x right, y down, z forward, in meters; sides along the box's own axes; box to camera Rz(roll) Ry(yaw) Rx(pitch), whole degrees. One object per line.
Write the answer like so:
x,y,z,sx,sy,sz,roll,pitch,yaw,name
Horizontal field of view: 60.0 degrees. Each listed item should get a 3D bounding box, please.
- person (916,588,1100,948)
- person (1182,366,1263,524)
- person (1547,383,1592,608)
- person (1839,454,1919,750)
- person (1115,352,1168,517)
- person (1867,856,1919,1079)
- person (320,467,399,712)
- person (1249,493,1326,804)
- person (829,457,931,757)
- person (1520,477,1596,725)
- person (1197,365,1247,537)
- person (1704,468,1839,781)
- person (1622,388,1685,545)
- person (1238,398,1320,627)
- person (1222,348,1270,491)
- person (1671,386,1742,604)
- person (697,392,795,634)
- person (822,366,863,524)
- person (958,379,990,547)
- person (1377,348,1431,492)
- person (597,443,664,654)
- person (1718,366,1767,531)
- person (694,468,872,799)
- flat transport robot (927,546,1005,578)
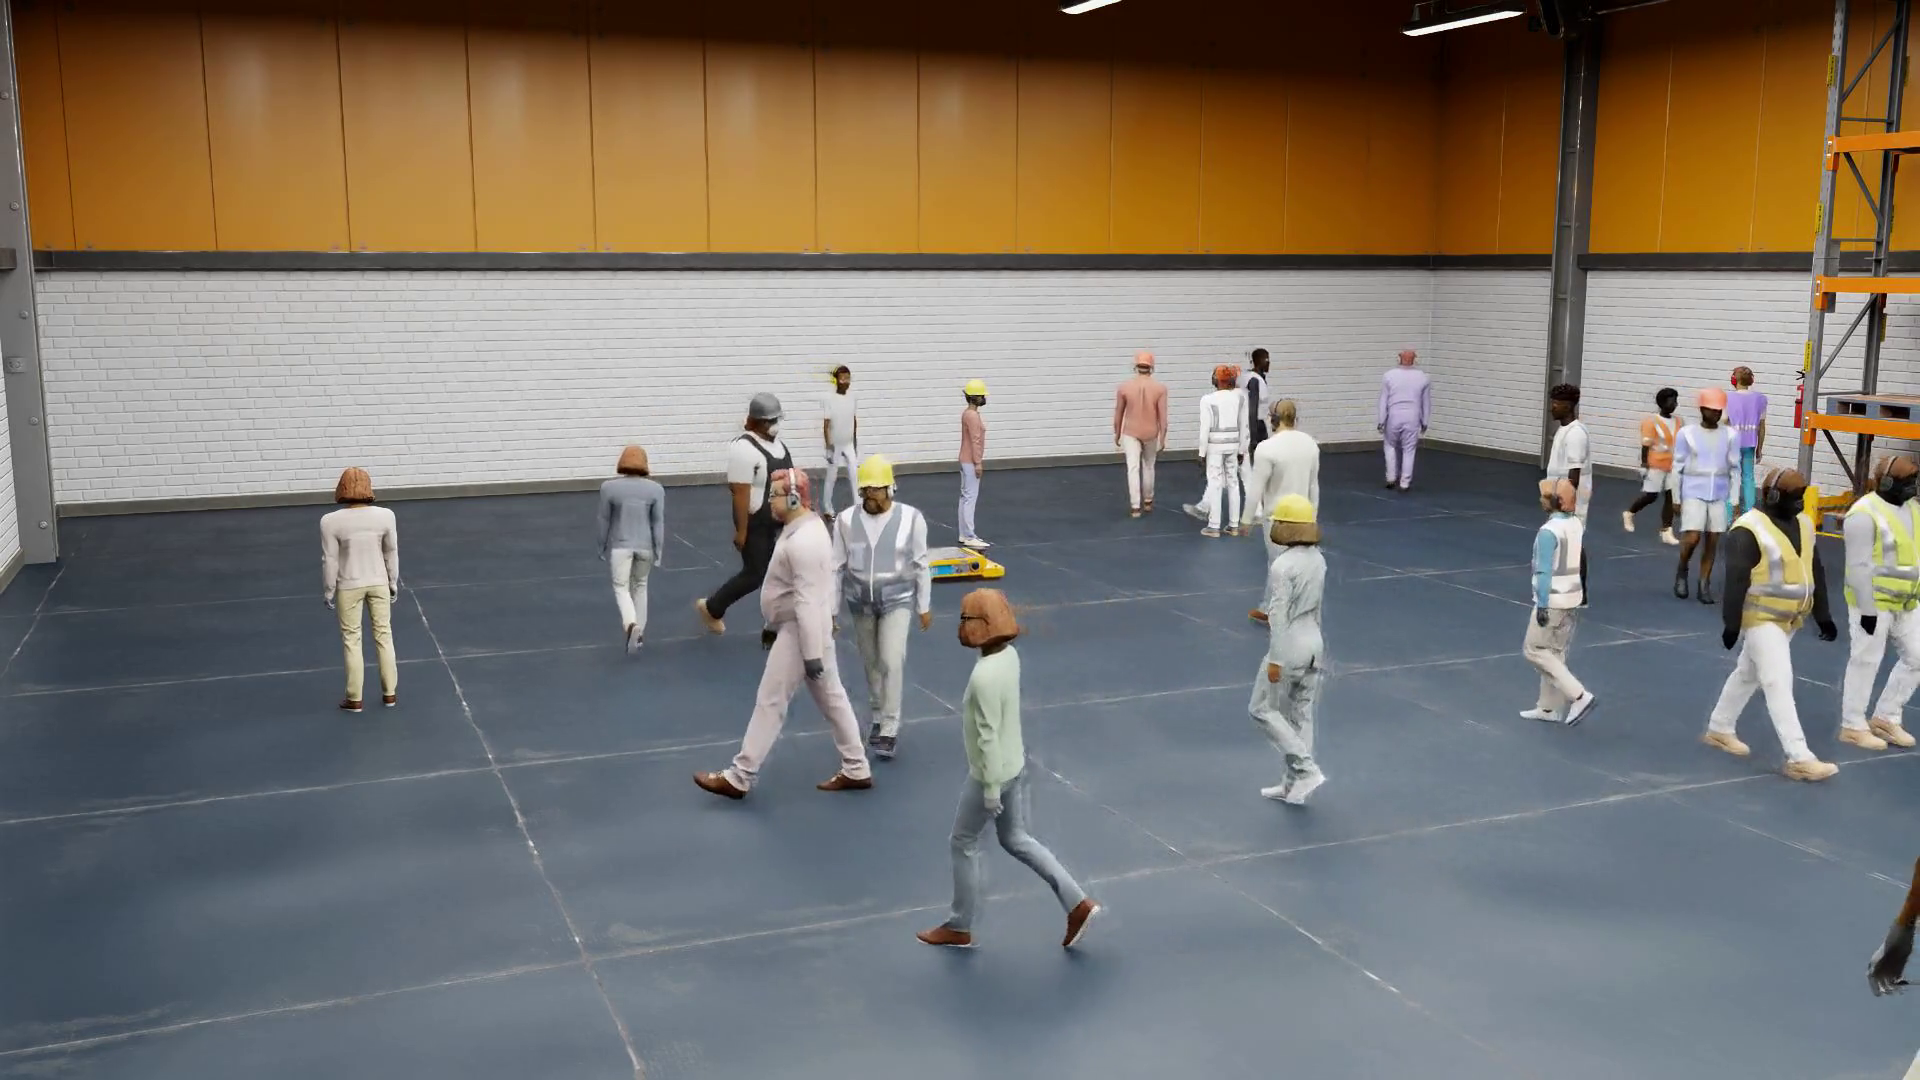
0.213,0.996,7.134,0.750,1.605,0.507,3,10,16,person
3.077,-1.092,19.105,1.013,1.816,0.646,5,11,29,person
5.289,-0.390,14.500,0.401,1.952,0.619,1,9,8,person
5.673,0.390,10.115,0.637,1.823,0.547,-5,11,-27,person
2.153,-1.268,19.824,0.627,1.938,1.034,1,9,8,person
3.031,1.254,4.872,0.820,1.844,0.510,1,9,6,person
-3.990,0.328,11.088,0.501,1.633,0.279,-7,12,-37,person
1.806,0.605,9.089,0.371,1.729,0.509,8,12,41,person
-0.528,0.405,10.086,0.629,1.801,0.778,2,10,14,person
3.858,0.407,10.648,0.442,1.623,0.522,9,13,43,person
2.868,-0.974,18.216,0.581,1.882,0.339,-4,10,-21,person
4.810,0.464,9.789,0.635,1.795,0.956,-5,11,-30,person
7.472,-0.808,17.833,0.539,1.679,0.660,-3,10,-19,person
2.501,-0.187,13.354,0.653,1.904,0.875,-7,12,-36,person
3.794,-1.573,21.814,0.811,1.901,0.589,3,10,18,person
6.530,-0.384,14.547,0.552,1.923,0.395,1,9,5,person
-1.613,-0.183,12.951,0.829,2.000,0.686,4,10,21,person
-1.297,-1.052,18.864,0.547,1.825,0.930,-7,12,-36,person
0.145,-0.811,17.585,0.326,1.769,0.524,-2,9,-9,person
5.834,-1.589,21.922,0.681,1.885,0.645,1,9,6,person
-2.496,0.071,12.739,0.508,1.605,0.710,-4,10,-21,person
8.713,-1.017,18.598,0.572,1.843,0.373,-1,9,-4,person
-0.958,0.524,9.234,0.994,1.856,0.640,0,9,1,person
-0.359,0.233,15.778,1.431,0.197,0.652,-3,10,-20,flat transport robot
